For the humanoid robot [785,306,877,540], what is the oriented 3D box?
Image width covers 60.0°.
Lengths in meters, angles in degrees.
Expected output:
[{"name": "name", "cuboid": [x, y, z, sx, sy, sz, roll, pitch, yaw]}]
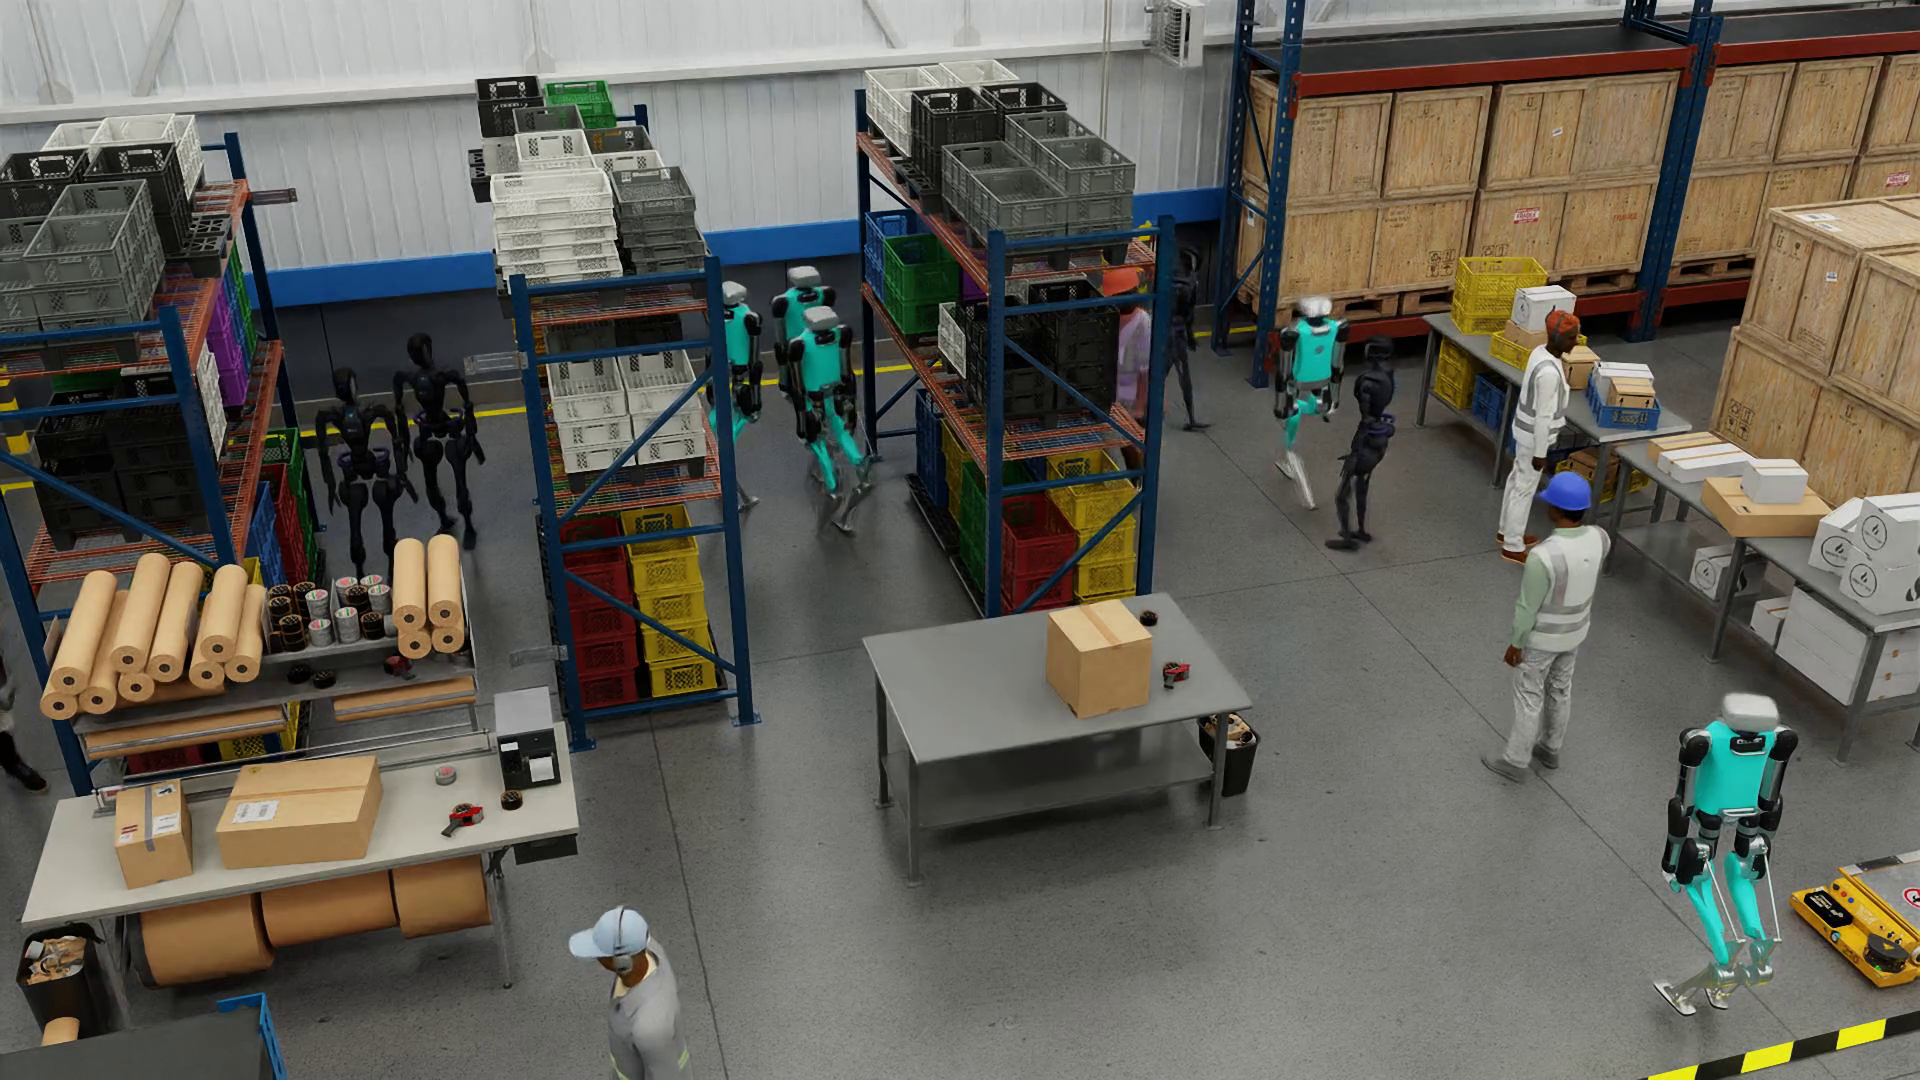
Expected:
[{"name": "humanoid robot", "cuboid": [-0.872, -0.759, 12.072, 0.544, 1.854, 0.649, -20, 35, -32]}]

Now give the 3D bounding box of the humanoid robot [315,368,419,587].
[{"name": "humanoid robot", "cuboid": [-4.042, -0.378, 11.395, 0.604, 1.648, 0.528, -7, 29, -12]}]

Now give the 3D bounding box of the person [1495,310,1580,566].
[{"name": "person", "cuboid": [4.102, -0.733, 11.820, 0.360, 1.882, 0.573, 6, 29, 11]}]

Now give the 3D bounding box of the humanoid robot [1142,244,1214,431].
[{"name": "humanoid robot", "cuboid": [1.798, -1.656, 13.728, 0.693, 1.626, 0.584, 13, 31, 22]}]

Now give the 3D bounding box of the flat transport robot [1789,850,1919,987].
[{"name": "flat transport robot", "cuboid": [5.163, 1.916, 8.676, 1.431, 0.231, 0.659, -8, 30, -14]}]

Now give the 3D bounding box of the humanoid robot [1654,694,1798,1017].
[{"name": "humanoid robot", "cuboid": [3.584, 1.555, 7.673, 0.533, 1.673, 0.735, -2, 29, -4]}]

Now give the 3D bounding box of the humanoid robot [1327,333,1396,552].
[{"name": "humanoid robot", "cuboid": [2.939, -0.706, 11.979, 0.309, 1.652, 0.611, 15, 32, 25]}]

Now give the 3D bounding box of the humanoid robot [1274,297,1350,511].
[{"name": "humanoid robot", "cuboid": [2.555, -1.100, 12.659, 0.578, 1.738, 1.033, -6, 29, -10]}]

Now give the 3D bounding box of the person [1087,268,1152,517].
[{"name": "person", "cuboid": [1.126, -1.053, 12.263, 0.643, 2.011, 0.648, -23, 36, -36]}]

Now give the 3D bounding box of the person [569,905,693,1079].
[{"name": "person", "cuboid": [-1.250, 2.174, 6.562, 0.393, 1.849, 0.596, -9, 30, -15]}]

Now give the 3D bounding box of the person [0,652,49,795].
[{"name": "person", "cuboid": [-5.516, 0.759, 9.065, 0.628, 1.931, 0.684, -12, 31, -21]}]

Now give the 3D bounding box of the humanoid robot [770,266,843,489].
[{"name": "humanoid robot", "cuboid": [-1.082, -1.166, 12.804, 0.537, 1.831, 0.647, -17, 33, -29]}]

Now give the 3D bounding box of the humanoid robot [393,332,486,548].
[{"name": "humanoid robot", "cuboid": [-3.749, -0.736, 12.036, 0.613, 1.656, 0.334, 0, 29, 0]}]

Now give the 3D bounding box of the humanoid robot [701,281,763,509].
[{"name": "humanoid robot", "cuboid": [-1.801, -1.031, 12.446, 0.531, 1.735, 0.664, 19, 34, 31]}]

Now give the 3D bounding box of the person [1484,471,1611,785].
[{"name": "person", "cuboid": [3.363, 0.504, 9.512, 0.611, 1.938, 0.412, -17, 33, -28]}]
